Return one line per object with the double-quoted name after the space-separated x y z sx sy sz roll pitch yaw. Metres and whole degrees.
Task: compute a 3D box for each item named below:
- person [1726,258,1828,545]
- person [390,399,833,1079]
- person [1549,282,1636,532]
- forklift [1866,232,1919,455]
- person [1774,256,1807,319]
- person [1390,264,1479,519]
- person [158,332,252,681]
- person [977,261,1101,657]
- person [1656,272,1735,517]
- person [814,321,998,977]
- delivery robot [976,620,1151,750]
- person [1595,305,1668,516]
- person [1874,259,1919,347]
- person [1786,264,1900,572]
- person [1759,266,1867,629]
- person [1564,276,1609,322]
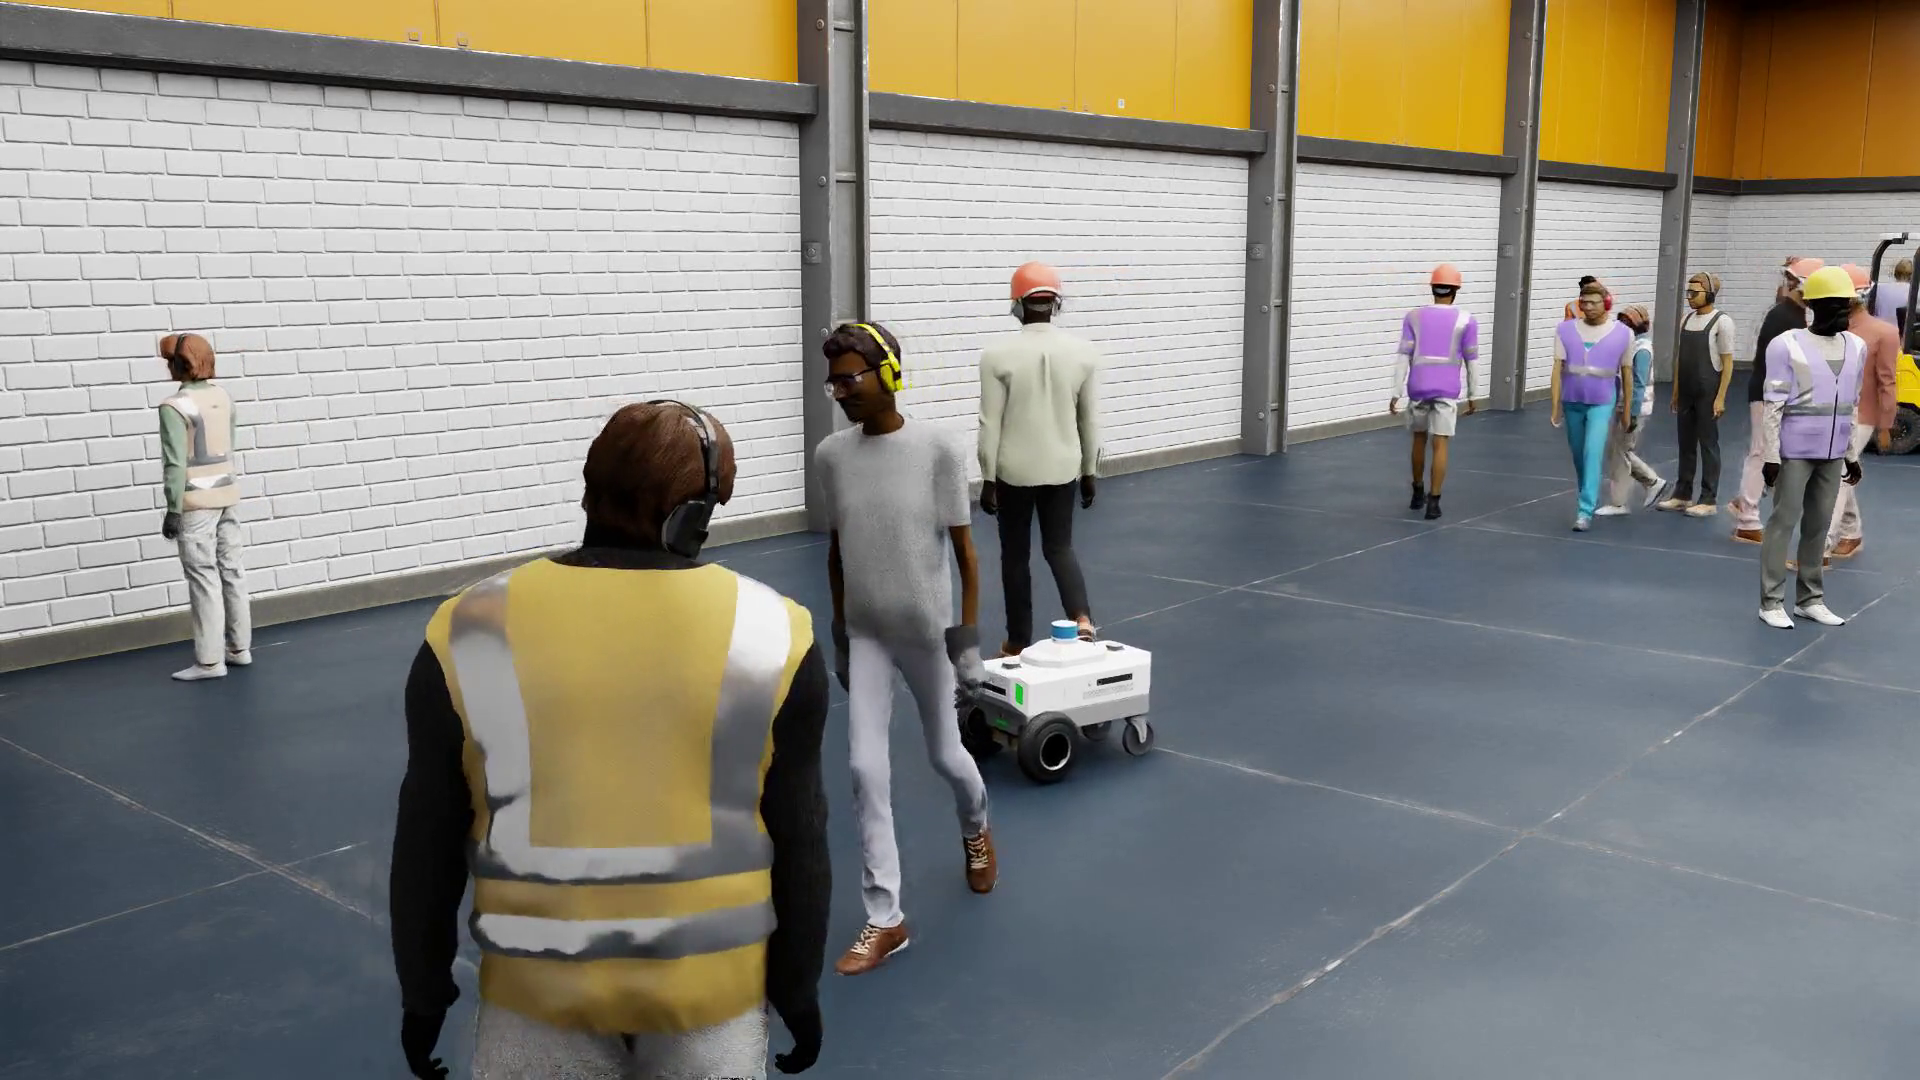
5.608 -0.933 11.357 0.489 1.951 0.721 9 14 43 "person"
-0.569 0.697 2.563 0.745 1.804 0.520 -2 10 -8 "person"
4.638 -0.996 12.212 0.554 1.792 0.986 7 12 36 "person"
9.955 -1.972 16.595 2.313 2.155 1.214 1 10 8 "forklift"
11.684 -3.034 23.460 0.642 1.909 0.399 -7 12 -36 "person"
3.636 -1.139 12.698 0.612 1.896 0.872 4 11 23 "person"
-3.566 -0.156 7.842 0.309 1.637 0.517 1 10 8 "person"
0.390 -0.335 7.922 0.619 1.974 0.710 -3 10 -17 "person"
5.607 -1.099 12.618 0.329 1.844 0.509 -3 11 -19 "person"
-0.148 0.266 4.921 0.564 1.828 0.882 4 11 21 "person"
0.412 0.562 6.568 0.707 0.478 0.477 -7 12 -34 "delivery robot"
5.079 -0.962 12.493 0.475 1.610 0.561 2 10 9 "person"
10.640 -2.256 19.023 0.875 1.914 0.630 -6 12 -32 "person"
5.630 -0.787 10.629 0.989 1.927 0.641 -4 11 -23 "person"
4.564 -0.489 8.900 0.592 1.930 0.356 -2 10 -14 "person"
7.725 -2.415 20.557 0.531 1.694 0.320 3 10 16 "person"
